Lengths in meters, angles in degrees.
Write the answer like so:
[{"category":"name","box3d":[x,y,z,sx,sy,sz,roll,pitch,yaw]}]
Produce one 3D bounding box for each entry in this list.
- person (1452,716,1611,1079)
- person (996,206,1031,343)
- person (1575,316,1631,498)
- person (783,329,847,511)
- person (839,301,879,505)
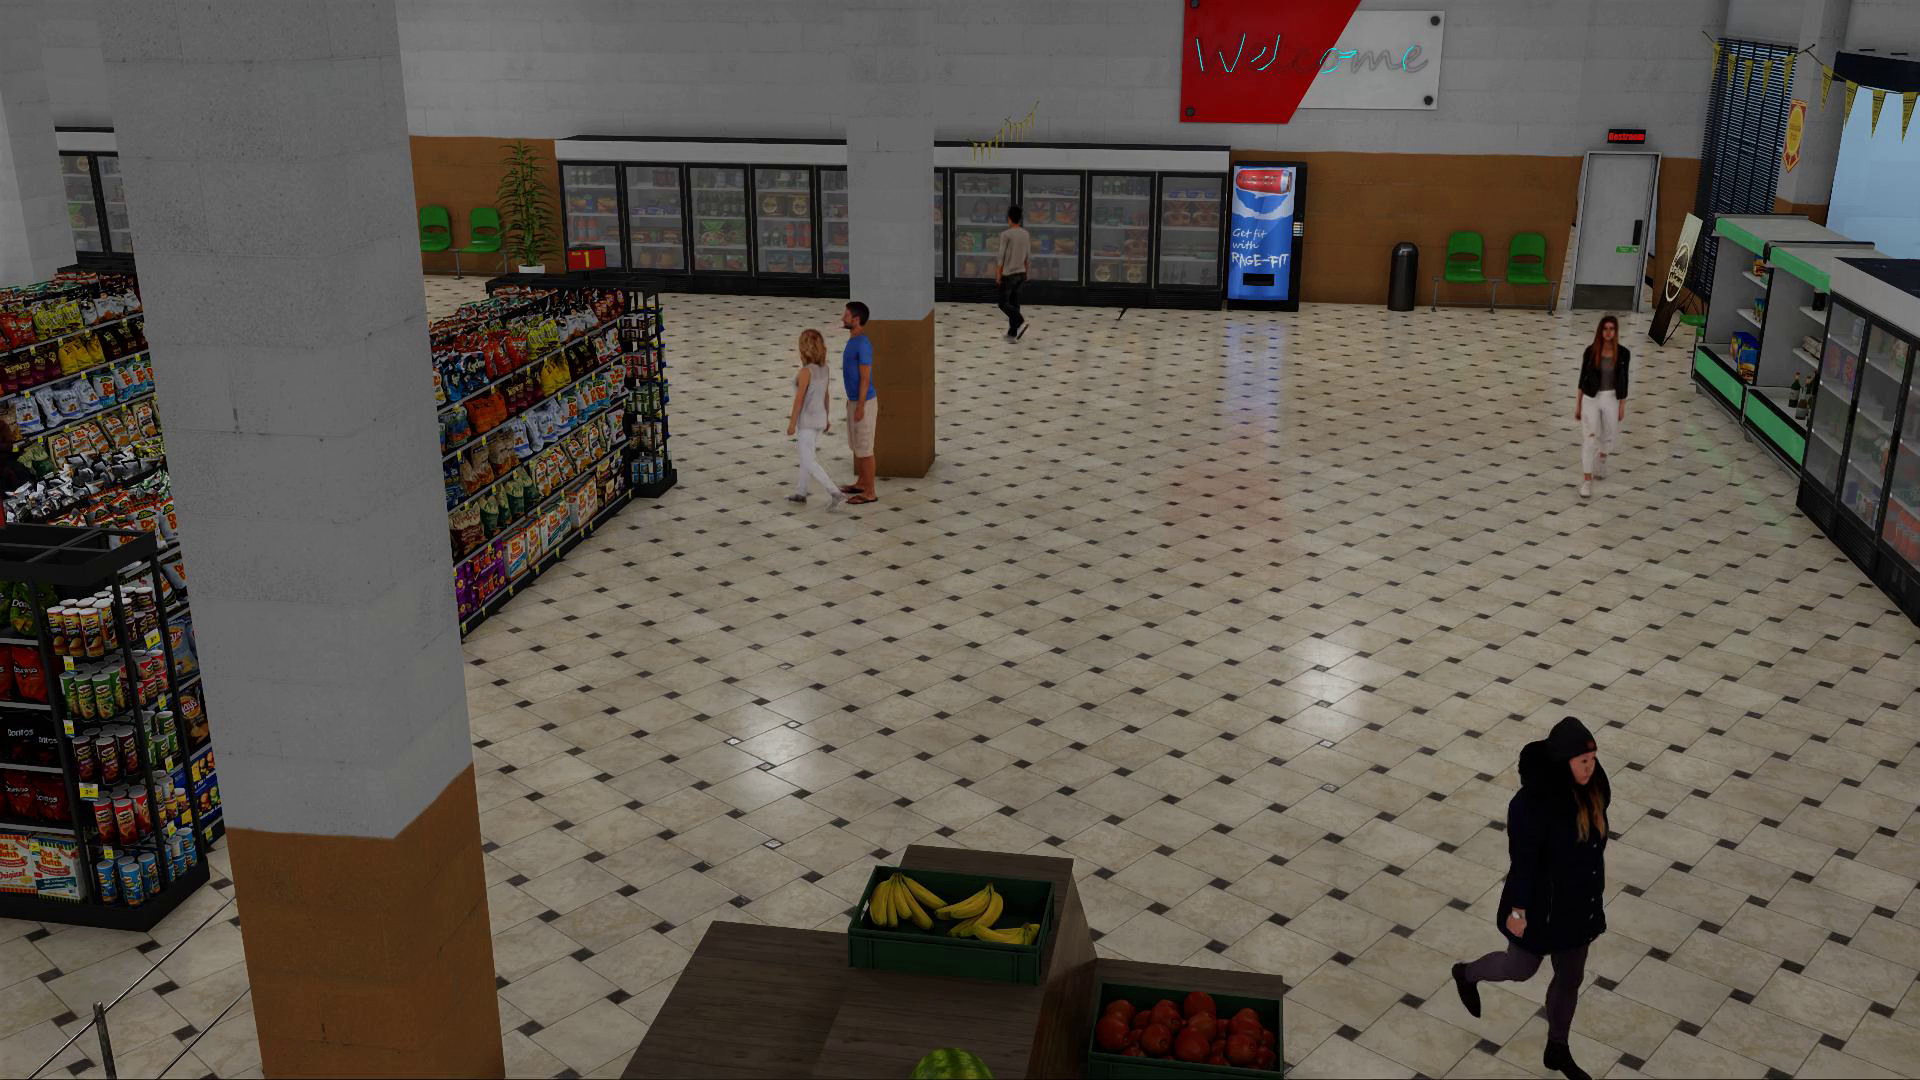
[{"category":"person","box3d":[2.538,1.543,7.330,1.026,1.654,1.116,-11,21,-29]},{"category":"person","box3d":[0.756,-3.497,22.049,0.923,1.800,0.979,-14,23,-35]},{"category":"person","box3d":[6.028,-1.274,15.644,0.700,1.681,1.022,7,20,19]},{"category":"person","box3d":[-1.302,-1.064,15.067,0.795,1.650,0.931,7,20,20]},{"category":"person","box3d":[-0.921,-1.288,15.399,0.794,1.863,0.656,-5,19,-14]}]
